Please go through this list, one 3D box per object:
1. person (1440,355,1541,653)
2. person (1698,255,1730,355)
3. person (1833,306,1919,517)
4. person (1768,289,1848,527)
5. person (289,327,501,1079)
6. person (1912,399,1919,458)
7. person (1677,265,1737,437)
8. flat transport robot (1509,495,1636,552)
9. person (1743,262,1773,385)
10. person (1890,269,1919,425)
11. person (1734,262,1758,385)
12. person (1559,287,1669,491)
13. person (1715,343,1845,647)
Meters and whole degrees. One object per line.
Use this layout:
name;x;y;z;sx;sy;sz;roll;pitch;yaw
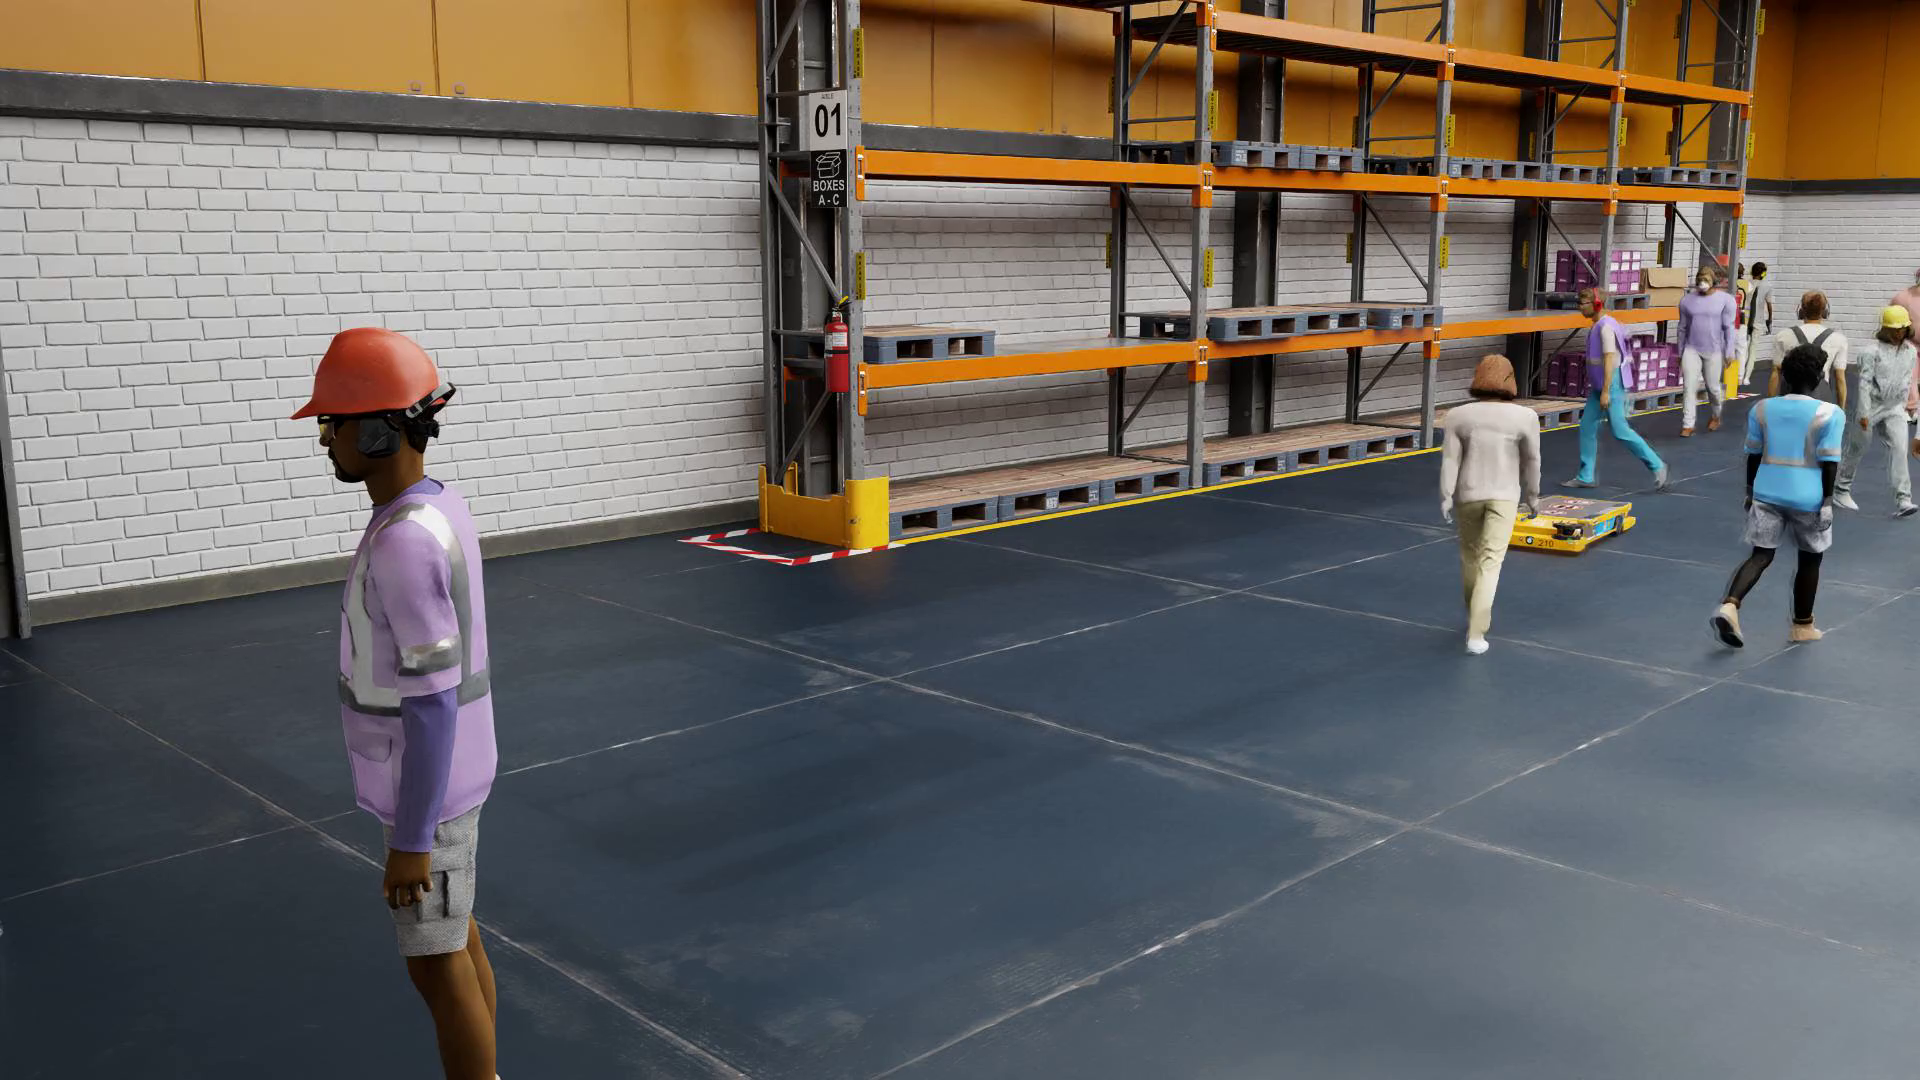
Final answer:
person;2.916;-0.216;9.131;0.500;1.590;0.852;6;12;30
person;11.017;-3.181;24.327;0.622;1.958;0.645;-2;11;-13
person;7.404;-1.033;13.338;0.507;1.677;0.939;-1;10;-7
person;6.500;-1.004;12.783;0.549;1.827;0.408;5;12;26
person;-1.246;0.547;3.753;0.391;2.040;0.615;-2;11;-13
person;6.857;-0.728;11.356;0.511;1.842;0.601;-8;13;-36
person;8.367;-2.119;18.662;0.636;1.911;0.869;9;13;39
flat transport robot;4.476;-0.142;12.345;0.652;0.197;1.431;8;13;37
person;12.003;-3.276;25.174;0.560;1.832;0.794;8;13;36
person;11.403;-2.288;19.703;0.669;1.853;0.991;0;10;-2
person;11.596;-3.244;24.975;0.634;1.842;0.429;1;10;8
person;5.803;-1.318;14.620;0.840;1.800;0.599;2;11;9
person;4.446;-0.224;8.985;0.758;1.673;0.537;-7;13;-34
